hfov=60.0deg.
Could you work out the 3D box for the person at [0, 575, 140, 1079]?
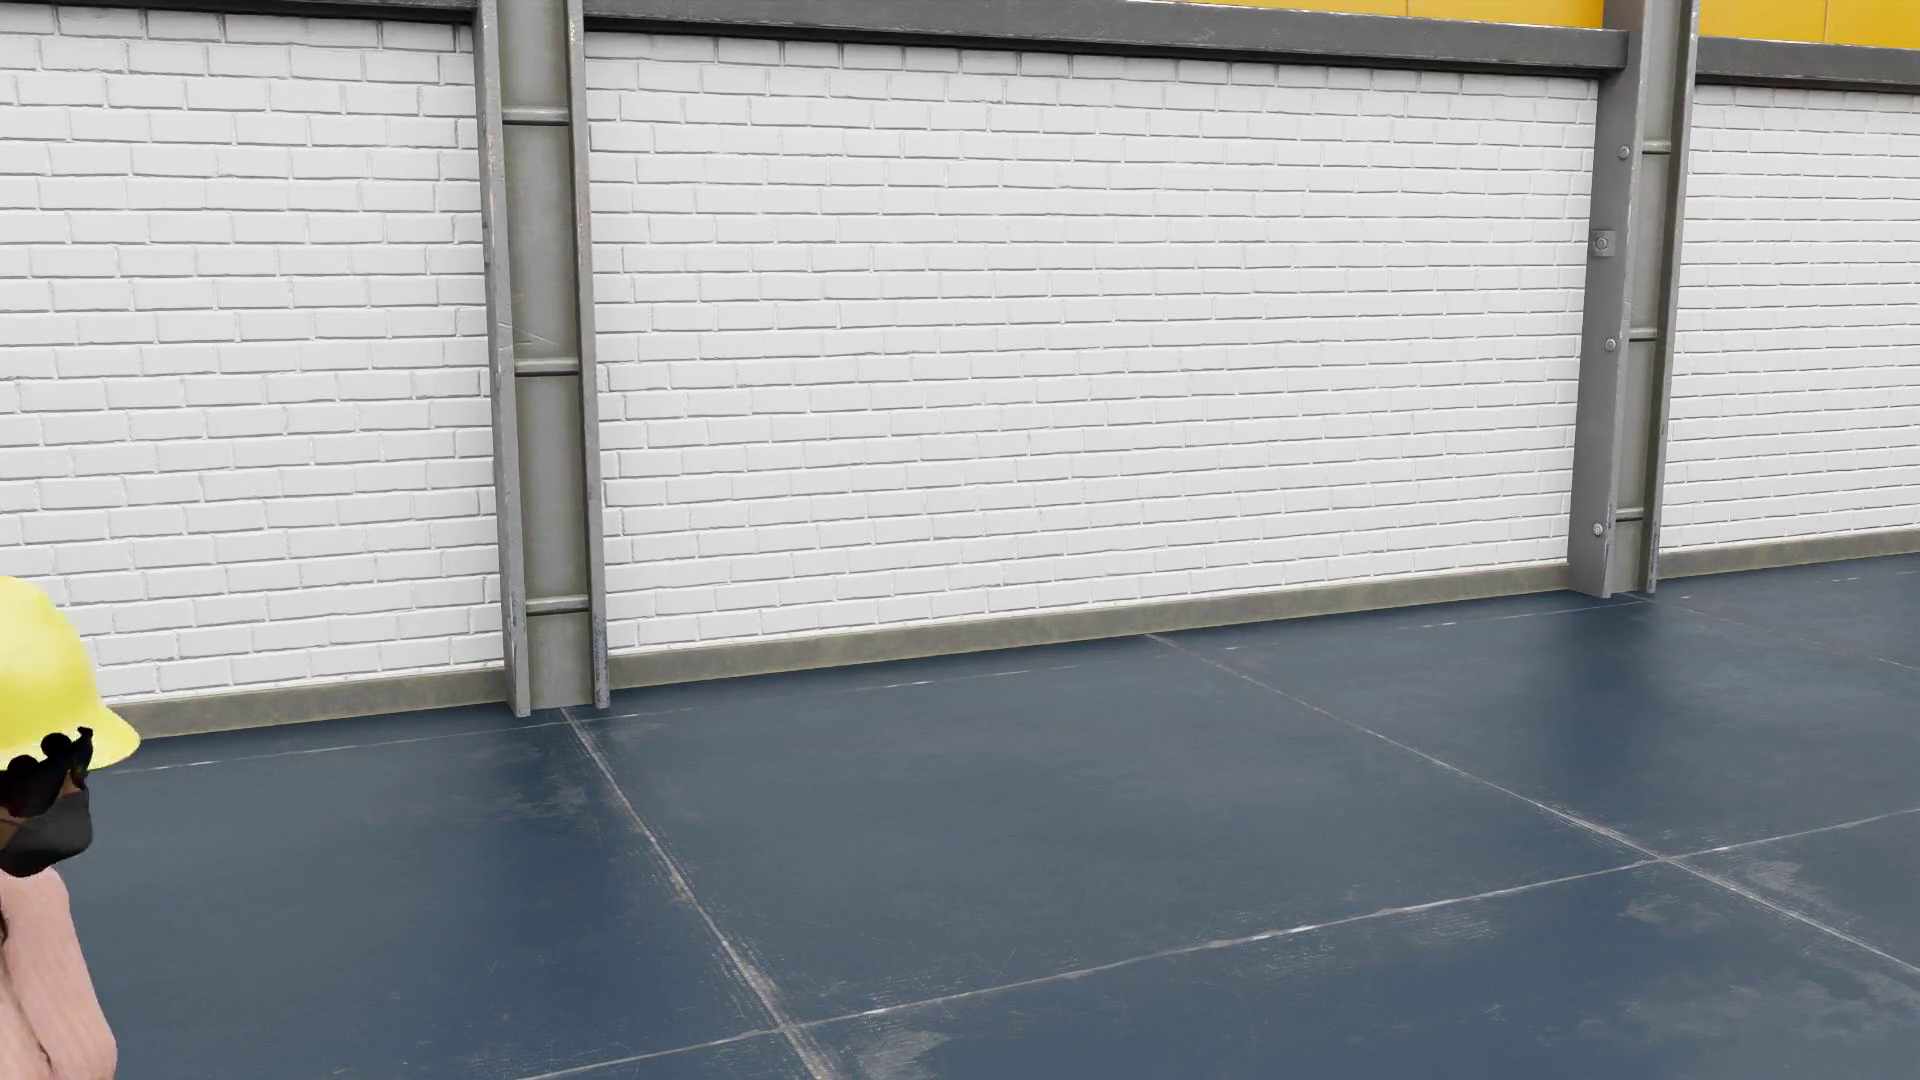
[{"bbox_3d":[-1.000,0.876,1.668,0.885,1.720,0.511,0,10,-1],"label":"person"}]
